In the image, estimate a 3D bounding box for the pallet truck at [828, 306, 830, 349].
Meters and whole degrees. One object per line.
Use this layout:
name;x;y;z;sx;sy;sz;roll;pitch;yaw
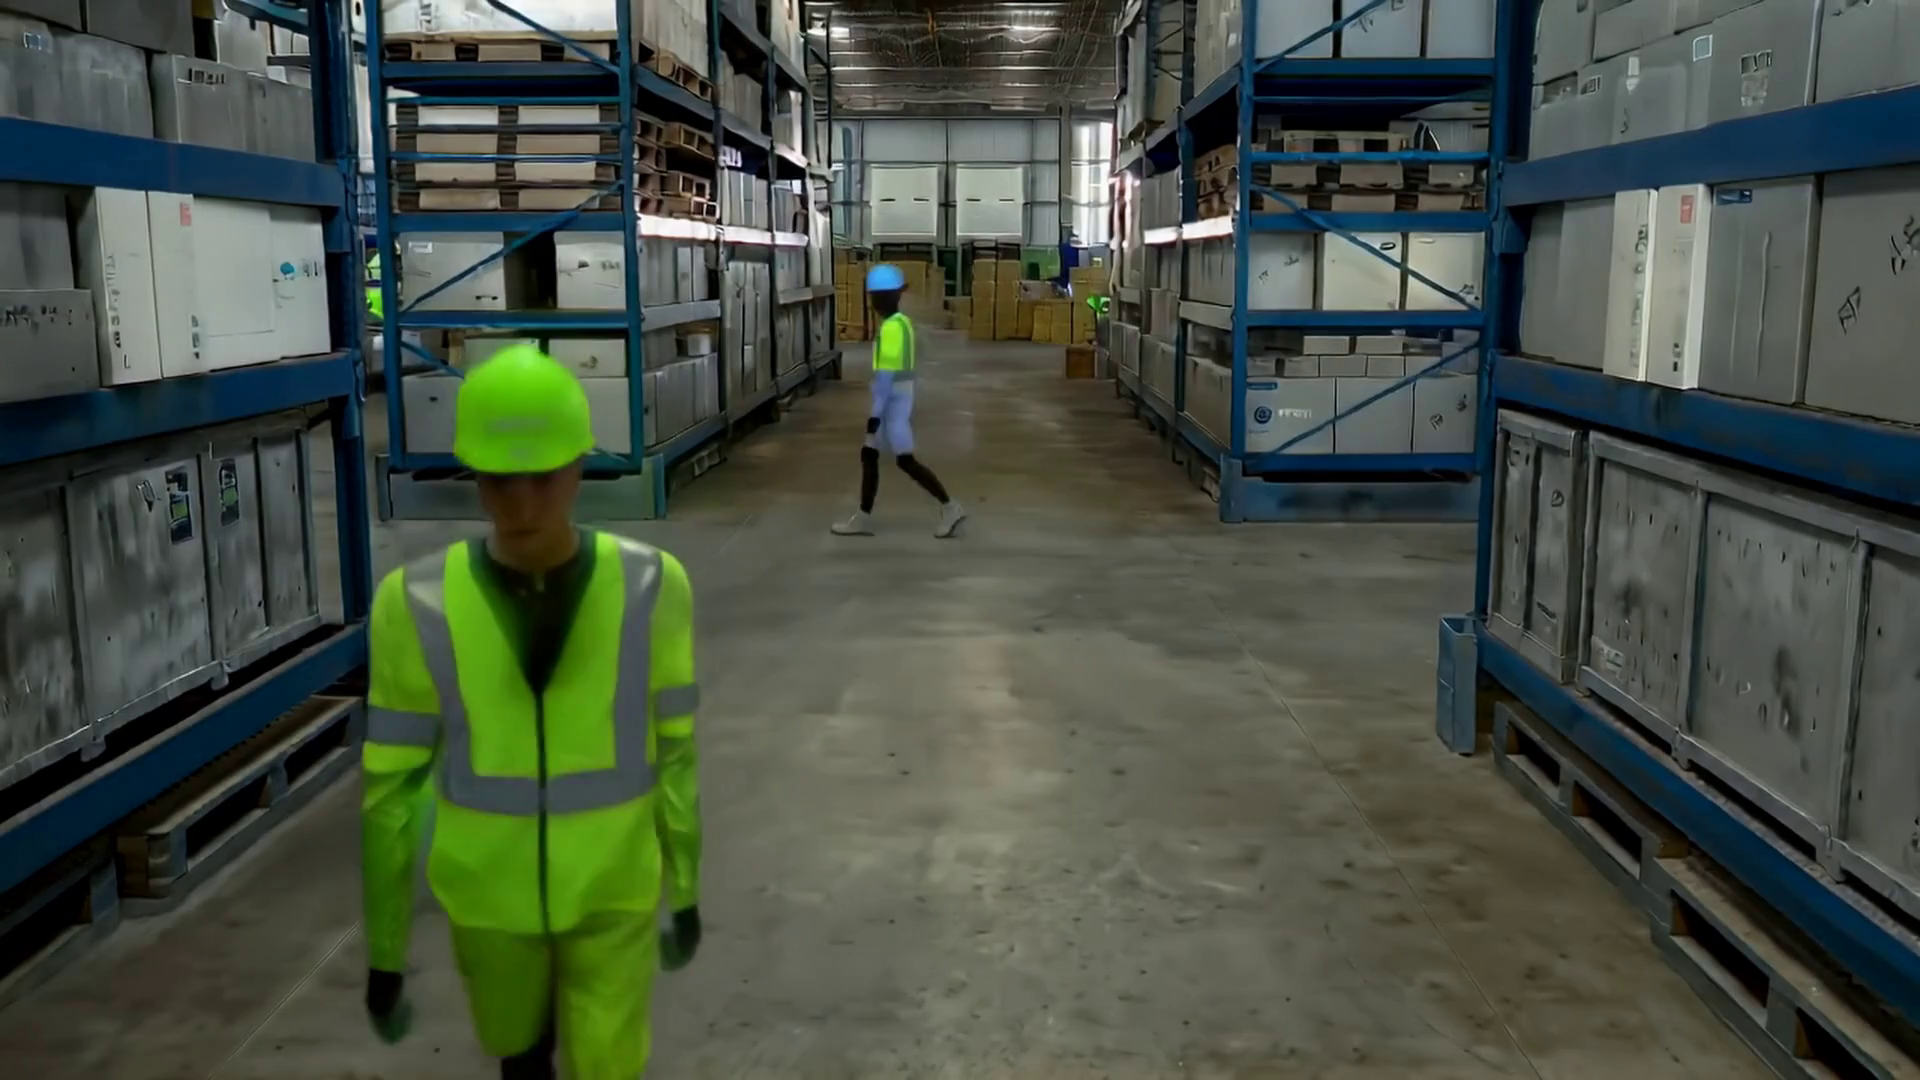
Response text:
pallet truck;-3.100;-3.940;29.800;1.885;1.965;0.823;3;10;19

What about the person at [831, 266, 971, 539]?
person;-0.420;-0.992;12.146;0.993;2.008;0.611;0;9;-3

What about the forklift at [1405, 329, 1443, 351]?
forklift;11.018;-5.611;37.174;1.129;2.768;1.873;-6;11;-31

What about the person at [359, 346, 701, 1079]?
person;-0.728;0.614;2.871;0.571;1.879;1.008;-2;10;-11

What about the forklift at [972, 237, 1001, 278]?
forklift;0.848;-8.379;53.752;1.129;2.768;1.873;0;9;1

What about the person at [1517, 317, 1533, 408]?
person;7.241;-2.271;20.881;0.519;1.636;0.312;0;9;1
